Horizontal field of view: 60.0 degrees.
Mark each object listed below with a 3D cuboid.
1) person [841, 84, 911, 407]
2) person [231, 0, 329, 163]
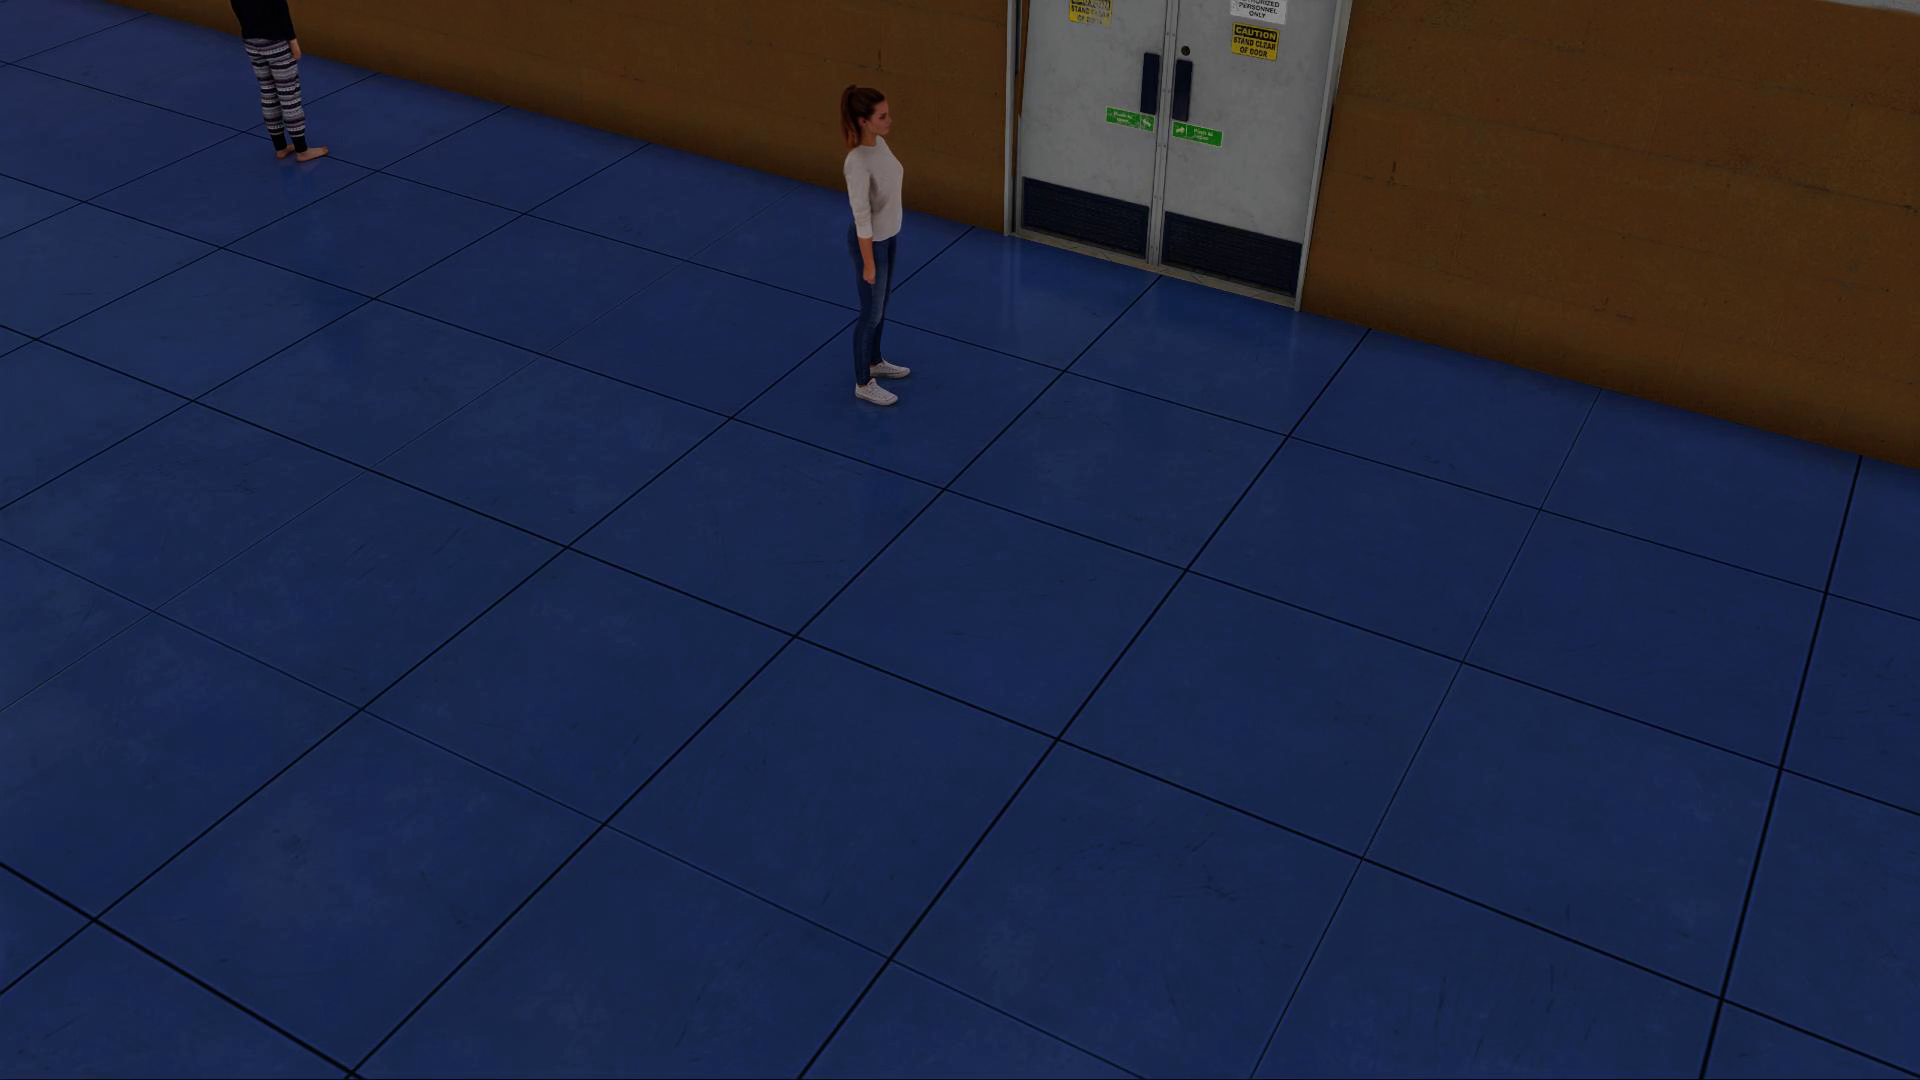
[{"bbox_3d":[-0.458,-1.544,8.717,0.731,1.720,0.567,8,38,10],"label":"person"},{"bbox_3d":[-4.660,-3.391,11.166,0.615,1.735,0.531,16,40,20],"label":"person"}]
